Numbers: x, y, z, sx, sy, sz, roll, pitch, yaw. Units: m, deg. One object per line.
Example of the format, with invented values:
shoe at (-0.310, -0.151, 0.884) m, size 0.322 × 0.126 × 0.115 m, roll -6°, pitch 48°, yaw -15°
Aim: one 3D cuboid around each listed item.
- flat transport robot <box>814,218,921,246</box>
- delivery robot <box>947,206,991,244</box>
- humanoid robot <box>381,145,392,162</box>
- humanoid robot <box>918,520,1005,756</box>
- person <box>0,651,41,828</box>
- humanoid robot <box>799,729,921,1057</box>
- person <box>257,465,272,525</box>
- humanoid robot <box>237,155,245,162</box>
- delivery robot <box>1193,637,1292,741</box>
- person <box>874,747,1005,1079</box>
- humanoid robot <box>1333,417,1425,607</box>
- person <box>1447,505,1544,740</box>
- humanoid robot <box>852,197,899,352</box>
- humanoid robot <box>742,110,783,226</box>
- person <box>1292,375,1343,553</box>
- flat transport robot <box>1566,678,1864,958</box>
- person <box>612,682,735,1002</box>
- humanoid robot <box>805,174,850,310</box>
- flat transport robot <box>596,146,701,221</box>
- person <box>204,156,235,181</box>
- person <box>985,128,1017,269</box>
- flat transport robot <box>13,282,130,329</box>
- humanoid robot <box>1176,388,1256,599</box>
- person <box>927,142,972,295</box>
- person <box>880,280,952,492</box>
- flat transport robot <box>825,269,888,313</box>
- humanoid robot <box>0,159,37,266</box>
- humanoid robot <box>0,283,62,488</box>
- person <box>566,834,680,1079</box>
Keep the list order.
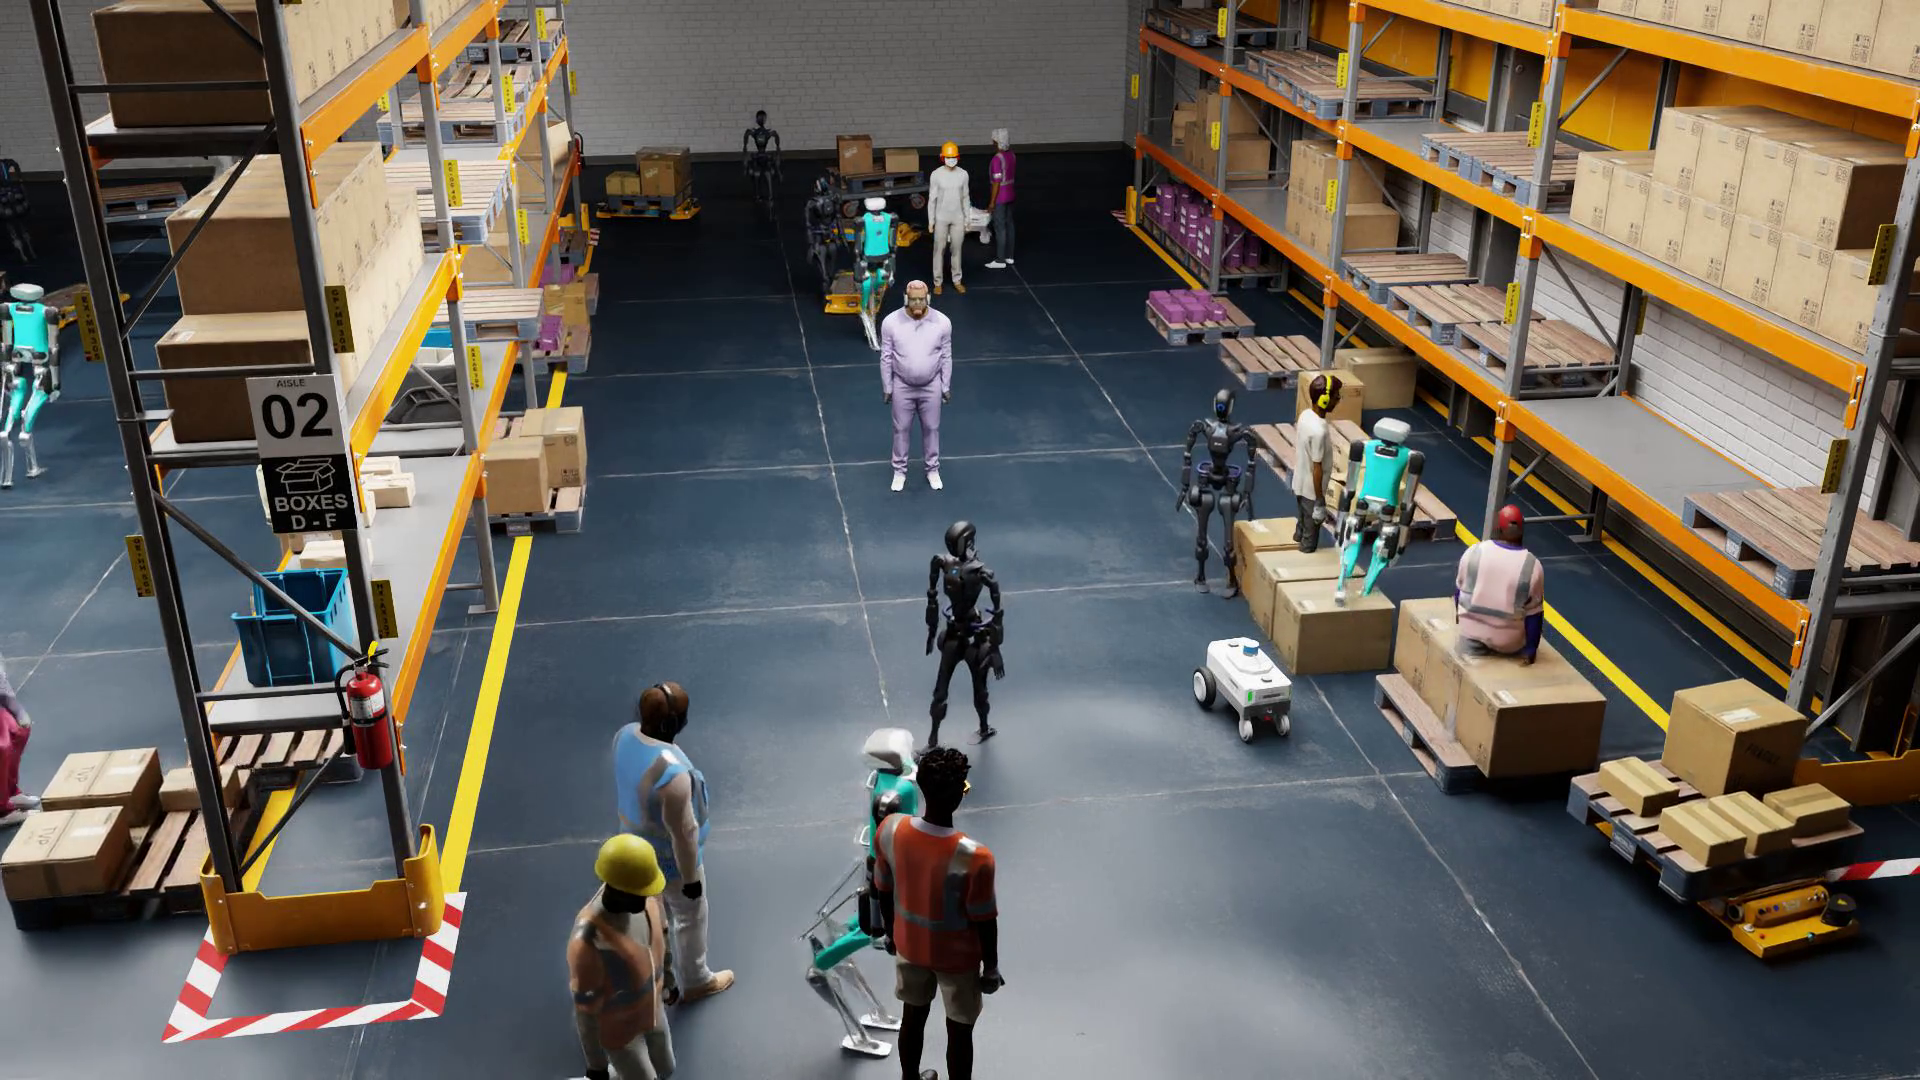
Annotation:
flat transport robot at (-1.325, -4.366, 23.626) m, size 1.431 × 0.231 × 0.659 m, roll 6°, pitch 24°, yaw 13°
delivery robot at (0.071, -4.499, 23.559) m, size 0.777 × 0.585 × 0.499 m, roll 2°, pitch 24°, yaw 4°
humanoid robot at (-7.579, -4.621, 22.485) m, size 0.609 × 1.628 × 0.680 m, roll 5°, pitch 24°, yaw 12°
humanoid robot at (0.010, 0.637, 10.508) m, size 0.616 × 1.635 × 0.705 m, roll 16°, pitch 28°, yaw 32°
person at (-5.659, 0.961, 9.802) m, size 0.434 × 1.617 × 0.523 m, roll -20°, pitch 31°, yaw -38°
humanoid robot at (-0.508, 1.683, 7.952) m, size 0.694 × 1.743 × 0.530 m, roll 4°, pitch 24°, yaw 9°
person at (-5.866, -0.987, 14.080) m, size 0.326 × 1.750 × 0.560 m, roll -5°, pitch 24°, yaw -11°
humanoid robot at (-9.762, -4.781, 22.763) m, size 0.774 × 1.780 × 0.545 m, roll 11°, pitch 26°, yaw 23°
delivery robot at (1.924, 0.956, 11.160) m, size 0.499 × 0.607 × 0.808 m, roll -7°, pitch 25°, yaw -15°
person at (-0.084, 1.803, 7.460) m, size 0.612 × 1.964 × 0.361 m, roll 13°, pitch 27°, yaw 28°
humanoid robot at (2.862, 0.052, 11.743) m, size 0.566 × 1.747 × 0.967 m, roll 12°, pitch 27°, yaw 26°
person at (3.393, 0.586, 10.568) m, size 0.577 × 1.701 × 0.894 m, roll 11°, pitch 26°, yaw 24°
humanoid robot at (-1.036, -3.051, 18.861) m, size 0.530 × 1.776 × 0.889 m, roll -9°, pitch 25°, yaw -20°
humanoid robot at (-2.907, -5.472, 24.414) m, size 0.599 × 1.637 × 0.615 m, roll 0°, pitch 24°, yaw 0°
person at (2.660, -0.342, 12.477) m, size 0.329 × 1.865 × 0.505 m, roll -1°, pitch 24°, yaw -2°
flat transport robot at (4.322, 1.836, 9.494) m, size 0.659 × 0.231 × 1.431 m, roll -8°, pitch 25°, yaw -17°
person at (-1.506, 1.546, 8.231) m, size 0.630 × 1.818 × 0.623 m, roll -15°, pitch 28°, yaw -31°
humanoid robot at (-1.622, -3.627, 20.227) m, size 0.610 × 1.650 × 0.606 m, roll -21°, pitch 31°, yaw -39°
flat transport robot at (-4.694, -5.004, 25.079) m, size 1.431 × 0.231 × 0.659 m, roll 2°, pitch 24°, yaw 5°
person at (-11.242, -5.996, 25.486) m, size 1.038 × 1.758 × 0.628 m, roll 7°, pitch 25°, yaw 15°
person at (0.542, -4.526, 22.025) m, size 0.339 × 1.848 × 0.512 m, roll 14°, pitch 27°, yaw 29°
flat transport robot at (-10.792, -2.823, 20.109) m, size 0.659 × 0.231 × 1.431 m, roll 4°, pitch 24°, yaw 10°
humanoid robot at (1.959, -0.368, 12.755) m, size 0.610 × 1.647 × 0.385 m, roll 8°, pitch 25°, yaw 17°
person at (-0.136, -4.031, 20.841) m, size 0.558 × 1.896 × 0.356 m, roll -7°, pitch 25°, yaw -15°
person at (-0.383, -1.362, 14.740) m, size 0.640 × 1.912 × 0.412 m, roll -2°, pitch 24°, yaw -6°
flat transport robot at (-1.278, -3.090, 20.719) m, size 0.659 × 0.231 × 1.431 m, roll 1°, pitch 24°, yaw 2°
humanoid robot at (-12.706, -4.498, 22.192) m, size 0.447 × 1.641 × 0.596 m, roll 15°, pitch 28°, yaw 30°
humanoid robot at (-8.426, -1.319, 14.956) m, size 0.603 × 1.834 × 0.877 m, roll 1°, pitch 24°, yaw 2°
person at (-1.481, 2.001, 7.102) m, size 0.683 × 1.889 × 0.641 m, roll 9°, pitch 25°, yaw 19°
